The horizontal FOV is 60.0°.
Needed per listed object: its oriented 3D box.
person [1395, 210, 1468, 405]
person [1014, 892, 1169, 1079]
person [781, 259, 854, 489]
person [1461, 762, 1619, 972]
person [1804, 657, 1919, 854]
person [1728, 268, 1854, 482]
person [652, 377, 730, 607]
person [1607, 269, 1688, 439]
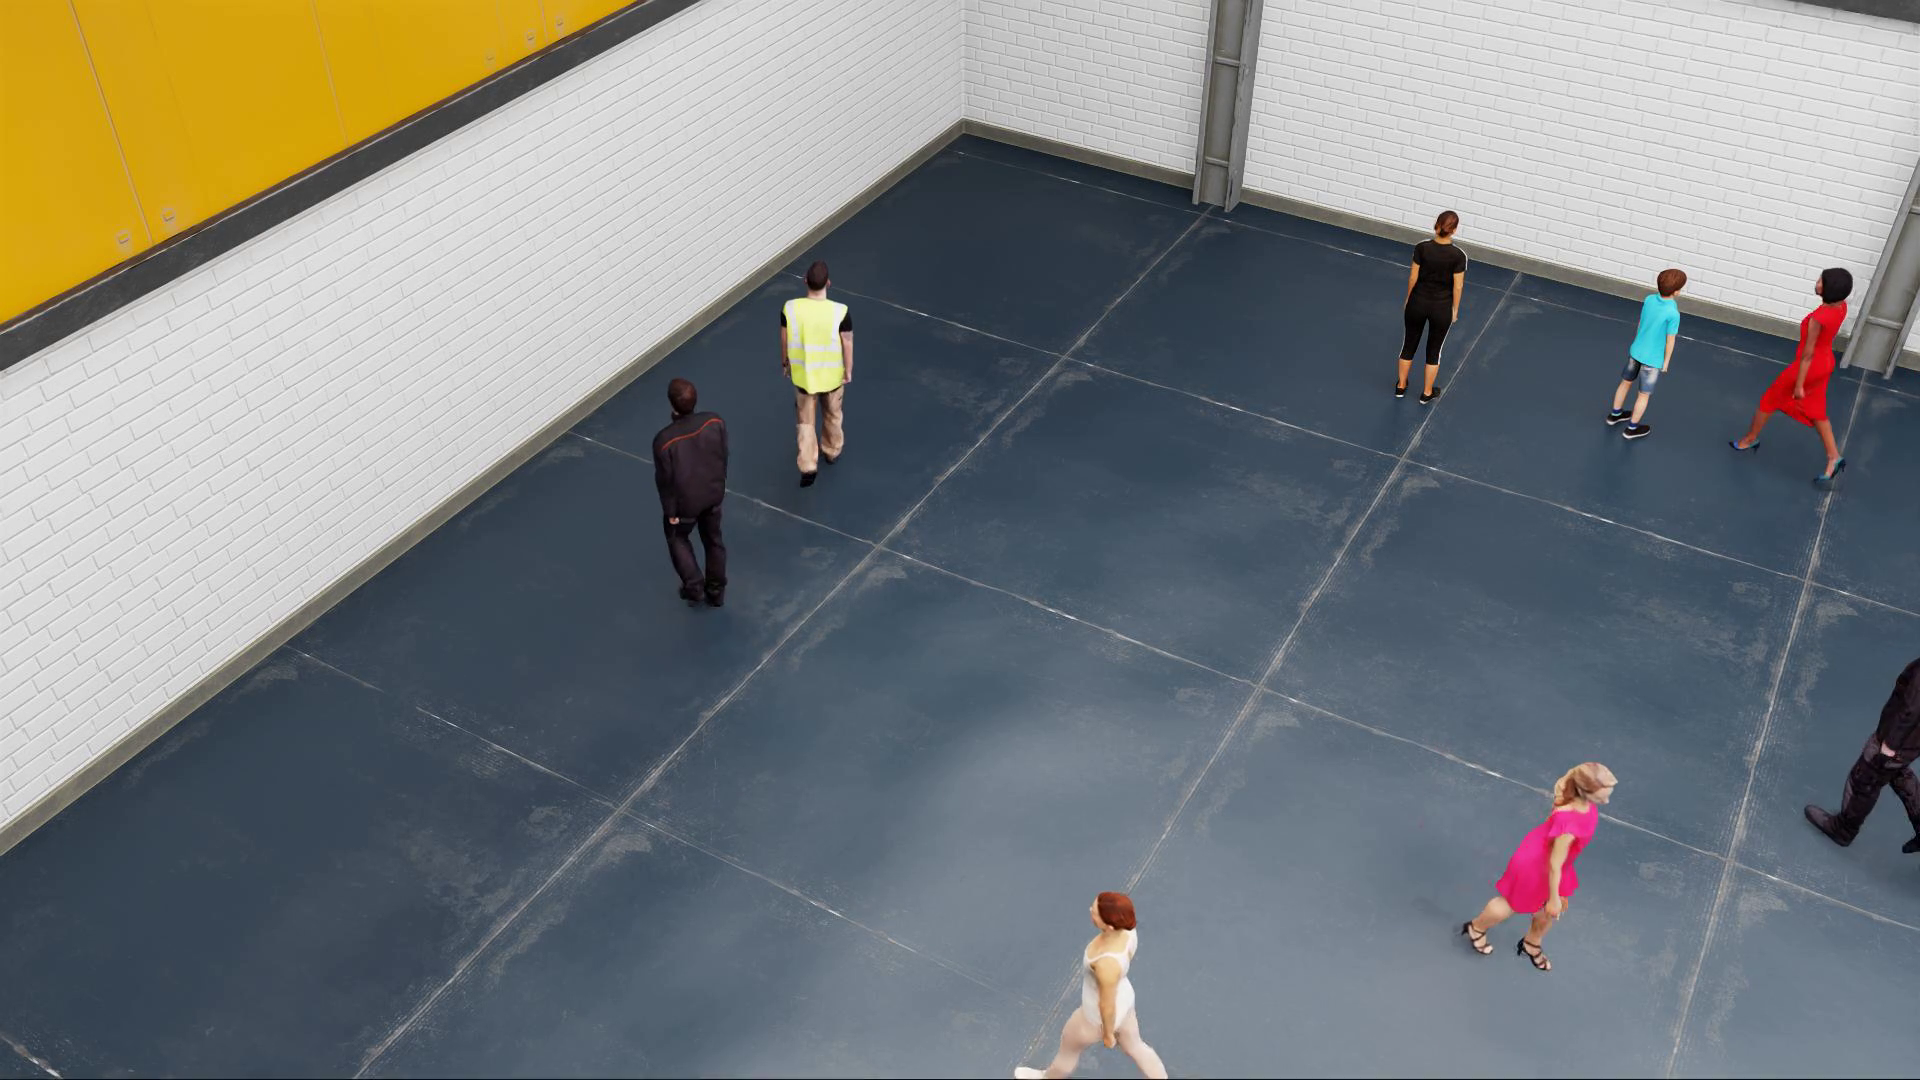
[{"bbox_3d":[3.773,-1.879,13.347,0.421,1.668,0.632,20,43,23],"label":"person"},{"bbox_3d":[0.804,2.312,8.152,1.101,1.600,0.663,14,41,17],"label":"person"},{"bbox_3d":[-1.068,-1.211,12.385,1.119,1.824,1.095,-1,39,-1],"label":"person"},{"bbox_3d":[3.031,1.686,8.864,0.759,1.690,0.614,19,42,22],"label":"person"},{"bbox_3d":[5.436,1.110,9.416,0.929,1.901,1.089,-24,45,-27],"label":"person"},{"bbox_3d":[6.444,-1.195,12.465,0.852,1.698,1.178,-29,47,-32],"label":"person"},{"bbox_3d":[-1.744,-0.258,11.188,0.829,1.828,0.827,-21,43,-24],"label":"person"},{"bbox_3d":[5.389,-1.481,13.025,0.653,1.448,0.569,-17,42,-20],"label":"person"}]
